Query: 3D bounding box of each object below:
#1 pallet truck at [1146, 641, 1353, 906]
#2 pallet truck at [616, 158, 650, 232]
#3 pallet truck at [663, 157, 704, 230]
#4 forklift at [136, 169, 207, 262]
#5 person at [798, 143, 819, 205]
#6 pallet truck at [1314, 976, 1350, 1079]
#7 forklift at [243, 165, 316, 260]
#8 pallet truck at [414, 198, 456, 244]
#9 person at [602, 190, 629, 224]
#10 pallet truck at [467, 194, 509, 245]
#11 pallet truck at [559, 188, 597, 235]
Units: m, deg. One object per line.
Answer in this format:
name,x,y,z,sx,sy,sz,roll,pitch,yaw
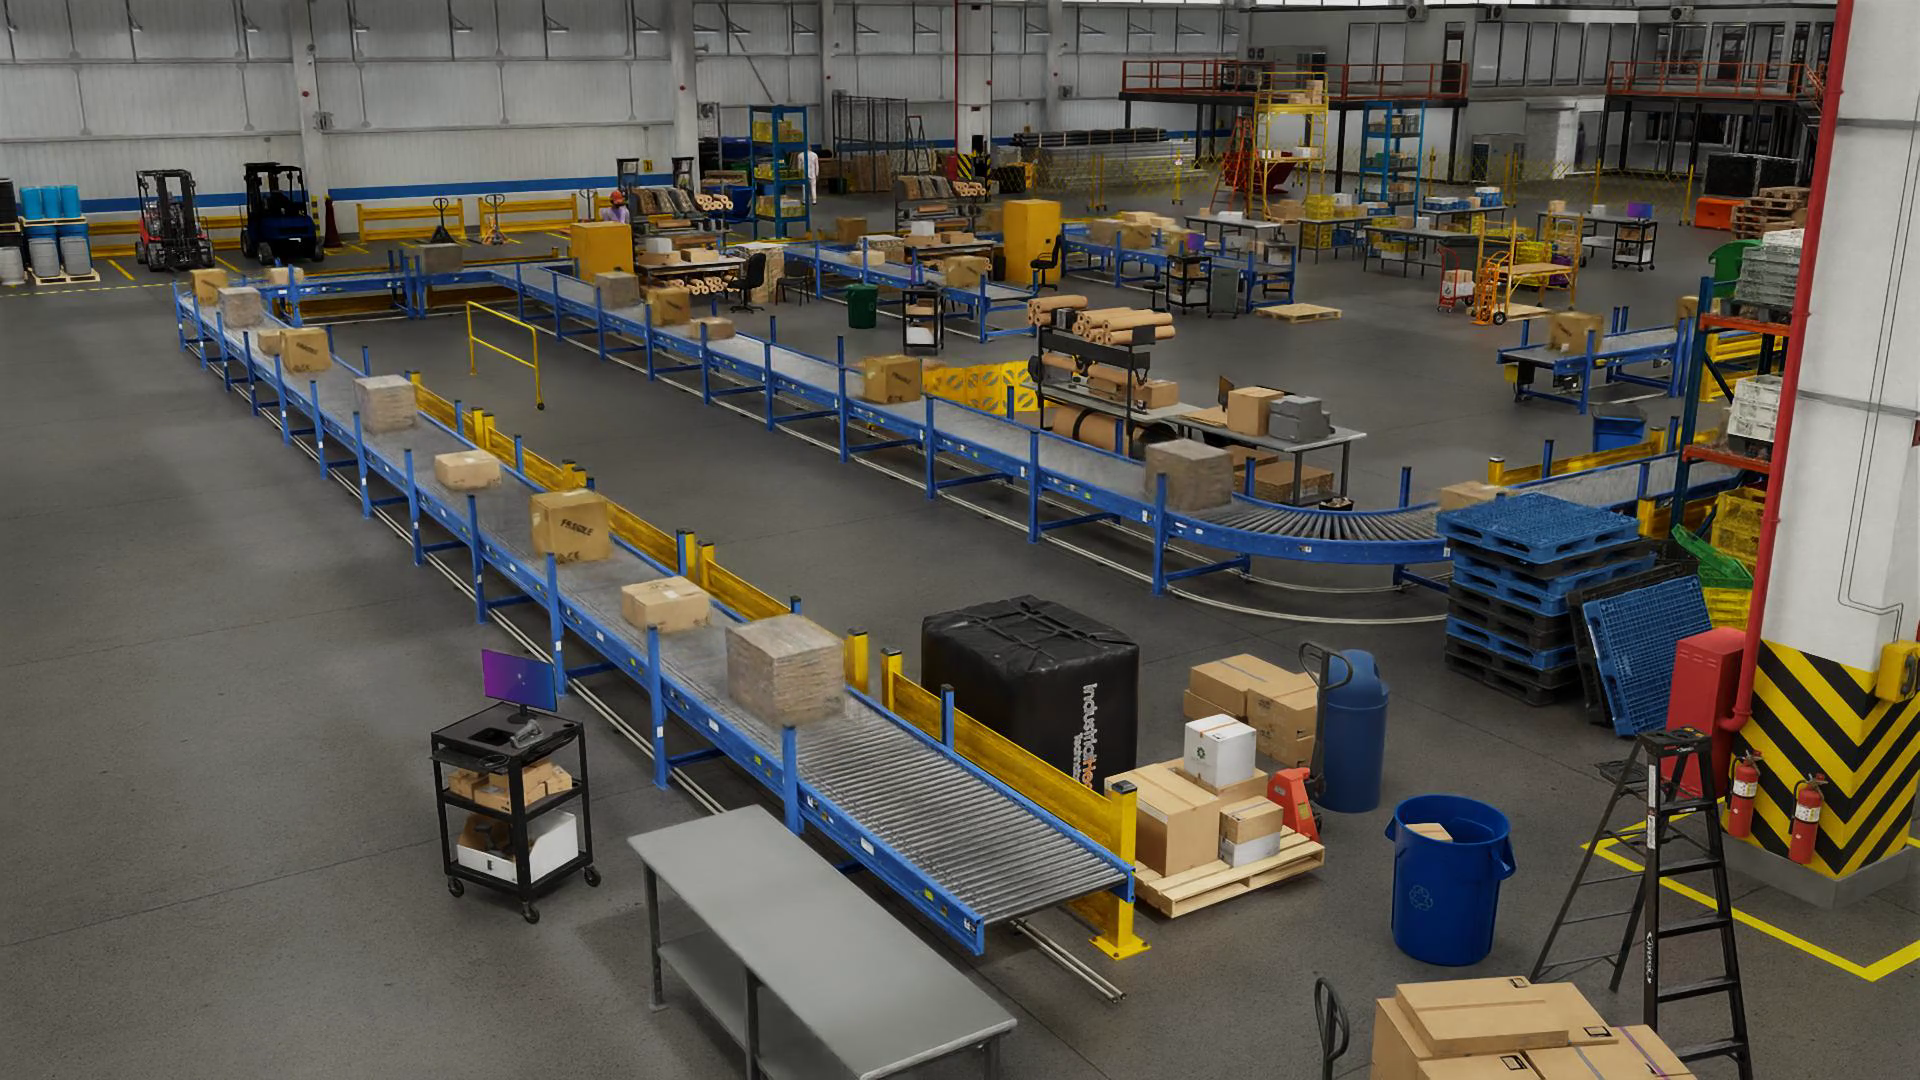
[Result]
pallet truck,1.664,1.407,10.232,1.630,1.274,0.653,-10,20,-31
pallet truck,-8.918,-9.176,44.255,0.823,1.965,1.885,-9,19,-27
pallet truck,-7.586,-9.308,44.692,0.823,1.965,1.885,-11,20,-33
forklift,-17.842,-7.318,37.559,1.157,1.987,2.680,-10,20,-31
person,-4.719,-11.394,51.789,0.651,1.907,0.409,-2,17,-7
pallet truck,2.299,2.390,7.086,1.601,1.201,0.680,-2,17,-7
forklift,-15.898,-7.669,38.708,1.157,1.987,2.680,-11,20,-33
pallet truck,-13.250,-8.060,41.856,0.680,1.201,1.601,-10,20,-31
person,-6.998,-6.122,34.027,0.605,2.036,0.388,-13,21,-36
pallet truck,-11.983,-8.177,42.137,0.704,1.261,1.522,-11,20,-33
pallet truck,-10.010,-8.652,43.699,0.653,1.274,1.630,-10,20,-31
